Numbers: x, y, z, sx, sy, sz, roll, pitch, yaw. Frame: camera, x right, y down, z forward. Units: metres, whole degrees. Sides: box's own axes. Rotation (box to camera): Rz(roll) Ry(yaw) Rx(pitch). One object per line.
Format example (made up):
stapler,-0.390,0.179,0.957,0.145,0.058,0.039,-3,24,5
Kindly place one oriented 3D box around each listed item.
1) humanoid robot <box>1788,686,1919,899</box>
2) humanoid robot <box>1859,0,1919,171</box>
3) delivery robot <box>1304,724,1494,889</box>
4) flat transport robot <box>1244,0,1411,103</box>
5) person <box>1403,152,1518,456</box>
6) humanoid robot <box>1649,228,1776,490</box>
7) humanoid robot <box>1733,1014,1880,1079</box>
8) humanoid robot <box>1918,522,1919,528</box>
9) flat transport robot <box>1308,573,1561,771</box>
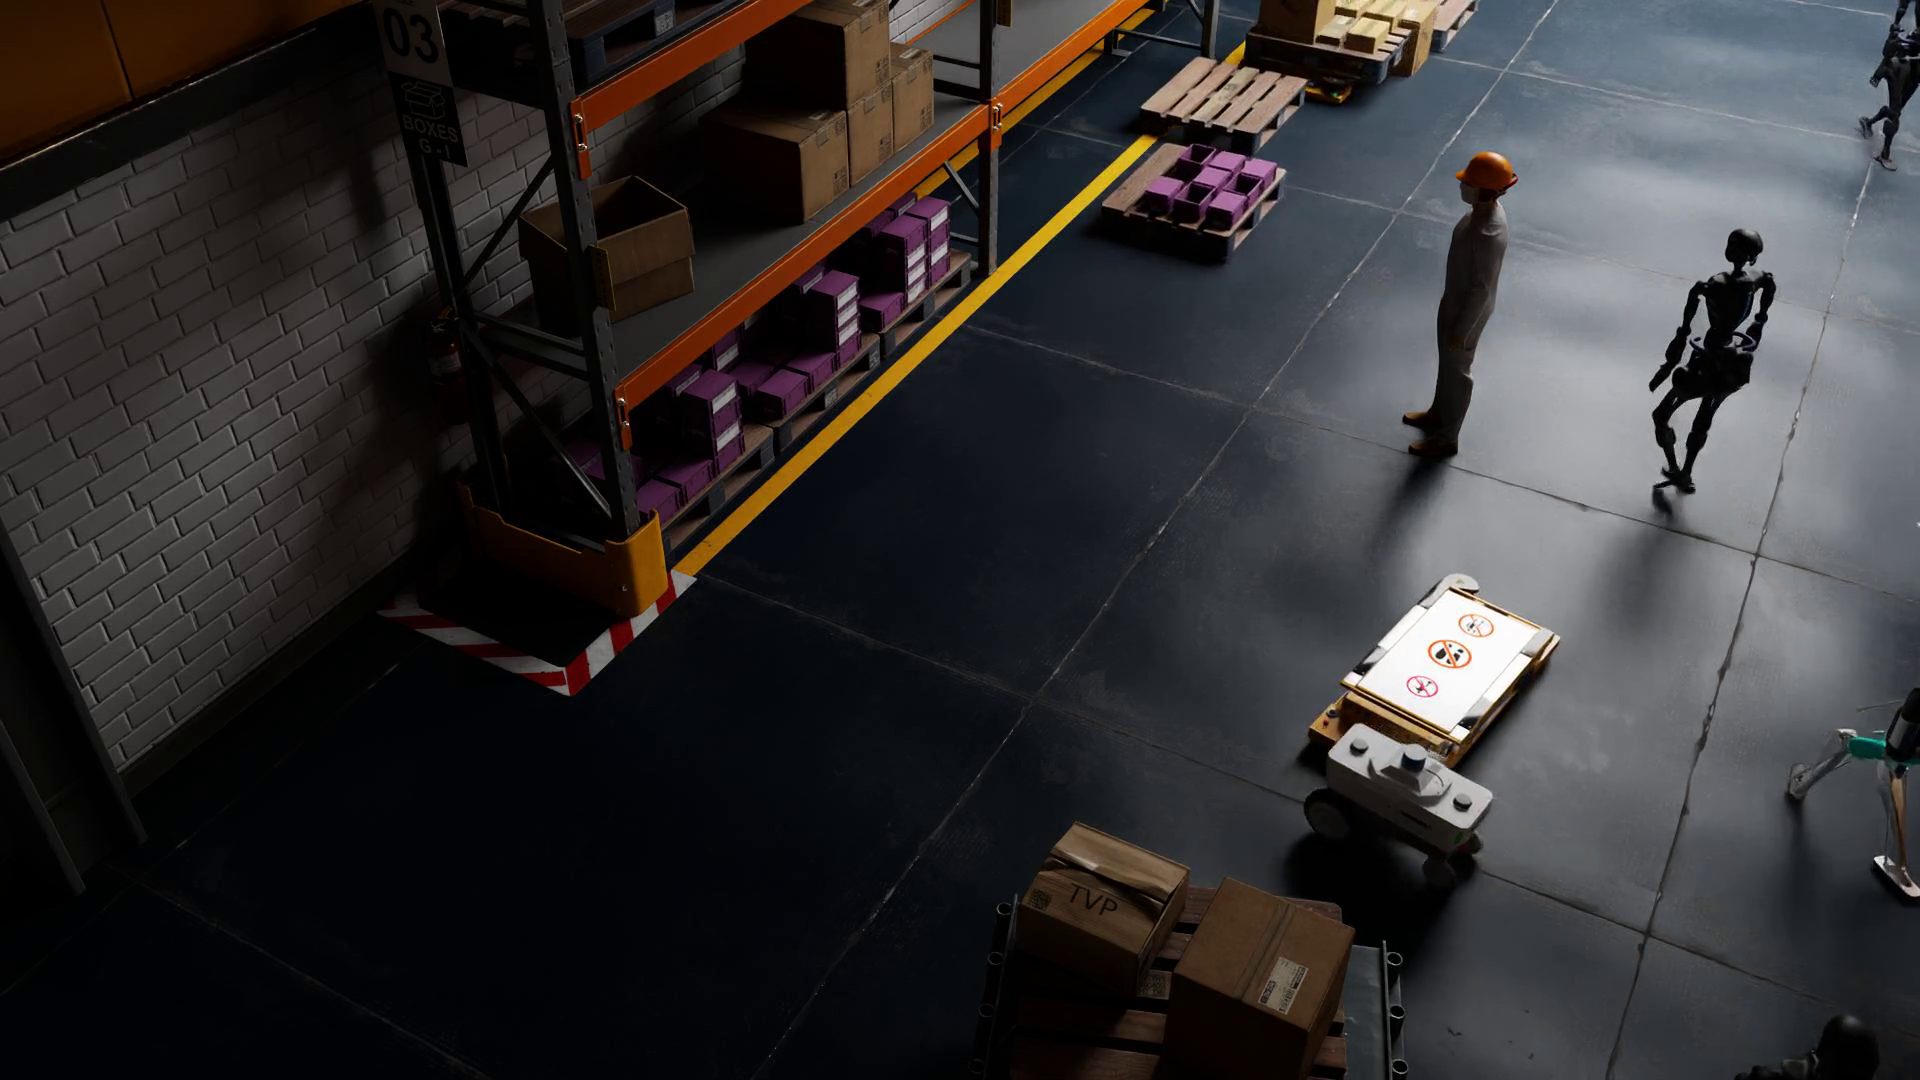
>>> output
humanoid robot,4.098,0.696,7.214,0.530,1.833,0.884,-6,39,-7
humanoid robot,7.339,-3.745,12.823,0.596,1.654,0.760,-3,39,-4
delivery robot,1.998,1.155,7.535,0.753,0.579,0.499,28,46,30
flat transport robot,3.230,-4.183,14.448,0.659,0.231,1.431,19,42,22
person,2.899,-1.354,9.613,0.356,1.895,0.577,5,39,6
humanoid robot,4.226,-0.983,9.320,0.585,1.643,0.383,-9,39,-11
humanoid robot,2.713,2.071,5.508,0.585,1.644,0.360,6,39,8
humanoid robot,5.546,-0.665,8.893,0.538,1.782,0.801,4,39,5
flat transport robot,2.406,0.699,8.345,0.659,0.231,1.431,28,46,30
